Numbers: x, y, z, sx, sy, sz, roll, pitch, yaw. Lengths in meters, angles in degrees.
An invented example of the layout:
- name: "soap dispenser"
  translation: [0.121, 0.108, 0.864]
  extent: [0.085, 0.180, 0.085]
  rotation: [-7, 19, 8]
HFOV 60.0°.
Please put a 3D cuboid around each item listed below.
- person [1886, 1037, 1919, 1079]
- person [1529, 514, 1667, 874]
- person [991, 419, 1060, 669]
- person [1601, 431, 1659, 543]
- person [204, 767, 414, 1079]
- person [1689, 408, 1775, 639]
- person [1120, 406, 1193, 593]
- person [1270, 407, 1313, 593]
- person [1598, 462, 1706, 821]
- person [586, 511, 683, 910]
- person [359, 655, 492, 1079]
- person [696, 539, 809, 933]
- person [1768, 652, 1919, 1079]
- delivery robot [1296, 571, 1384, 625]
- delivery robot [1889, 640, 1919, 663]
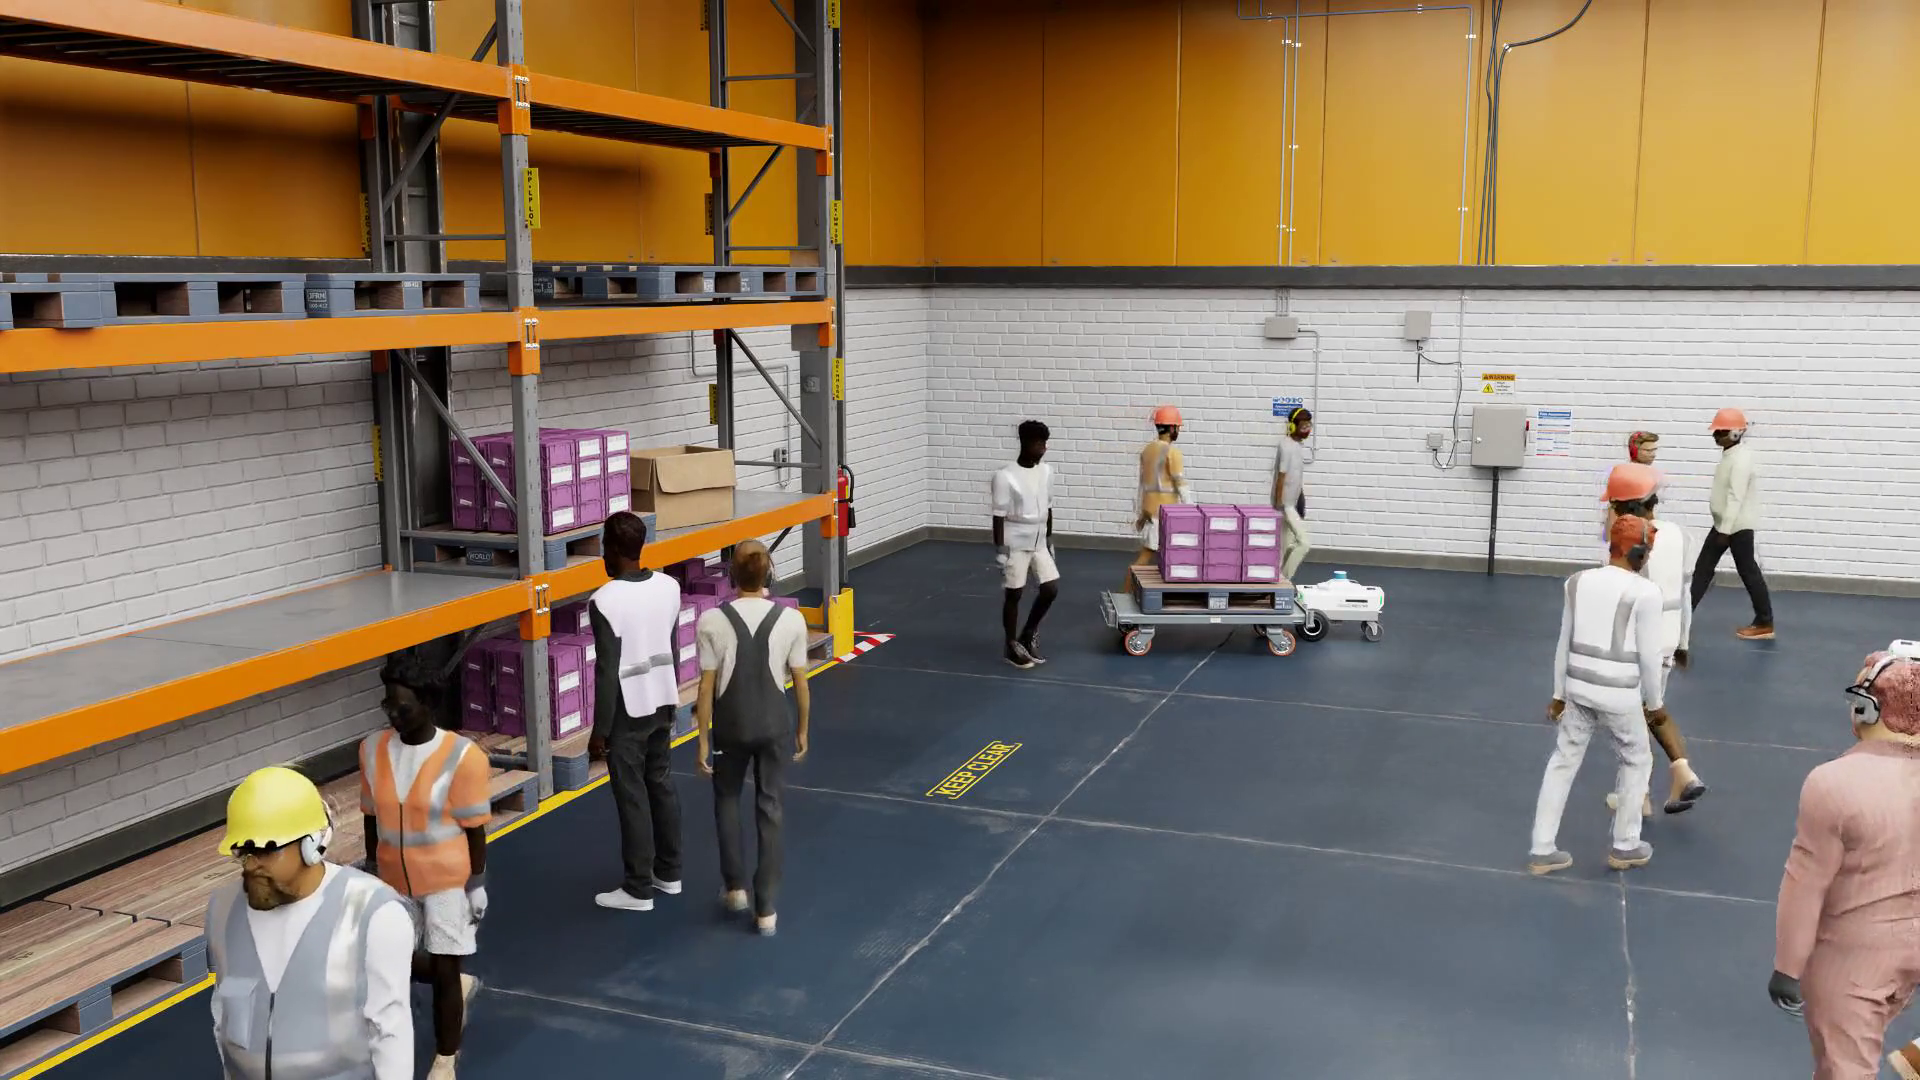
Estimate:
- name: "person"
  translation: [3.614, 1.120, 5.869]
  extent: [0.490, 1.977, 0.646]
  rotation: [-1, 9, -3]
- name: "person"
  translation: [3.285, 0.799, 8.391]
  extent: [0.814, 1.830, 0.581]
  rotation: [-5, 10, -29]
- name: "person"
  translation: [0.505, 0.038, 12.778]
  extent: [0.660, 1.938, 0.461]
  rotation: [-8, 12, -39]
- name: "person"
  translation: [5.295, 0.049, 13.087]
  extent: [0.562, 1.830, 0.450]
  rotation: [-8, 12, -41]
- name: "person"
  translation: [-1.677, 1.440, 4.417]
  extent: [0.594, 1.807, 0.740]
  rotation: [1, 9, 8]
- name: "person"
  translation: [6.347, -0.129, 13.846]
  extent: [1.041, 1.932, 0.627]
  rotation: [1, 9, 9]
- name: "person"
  translation: [1.814, -0.254, 14.854]
  extent: [1.039, 1.884, 0.551]
  rotation: [-3, 10, -18]
- name: "person"
  translation: [3.036, -0.311, 15.308]
  extent: [0.522, 1.833, 0.658]
  rotation: [4, 10, 22]
- name: "person"
  translation: [3.782, 0.579, 9.149]
  extent: [0.653, 2.020, 0.545]
  rotation: [-4, 10, -24]
- name: "person"
  translation: [-1.543, 0.816, 7.976]
  extent: [0.371, 1.916, 0.597]
  rotation: [5, 10, 27]
- name: "person"
  translation: [-1.935, 1.220, 6.160]
  extent: [0.539, 1.679, 0.557]
  rotation: [2, 9, 15]
- name: "person"
  translation: [-0.977, 0.889, 7.804]
  extent: [0.534, 1.821, 0.642]
  rotation: [-2, 9, -12]
- name: "person"
  translation: [2.867, 1.283, 5.182]
  extent: [0.649, 1.873, 0.897]
  rotation: [-3, 9, -17]
- name: "delivery robot"
  translation: [3.174, 0.504, 13.908]
  extent: [0.707, 0.478, 0.477]
  rotation: [1, 9, 7]
- name: "delivery robot"
  translation: [6.926, 0.860, 11.672]
  extent: [0.707, 0.478, 0.477]
  rotation: [7, 11, 36]
